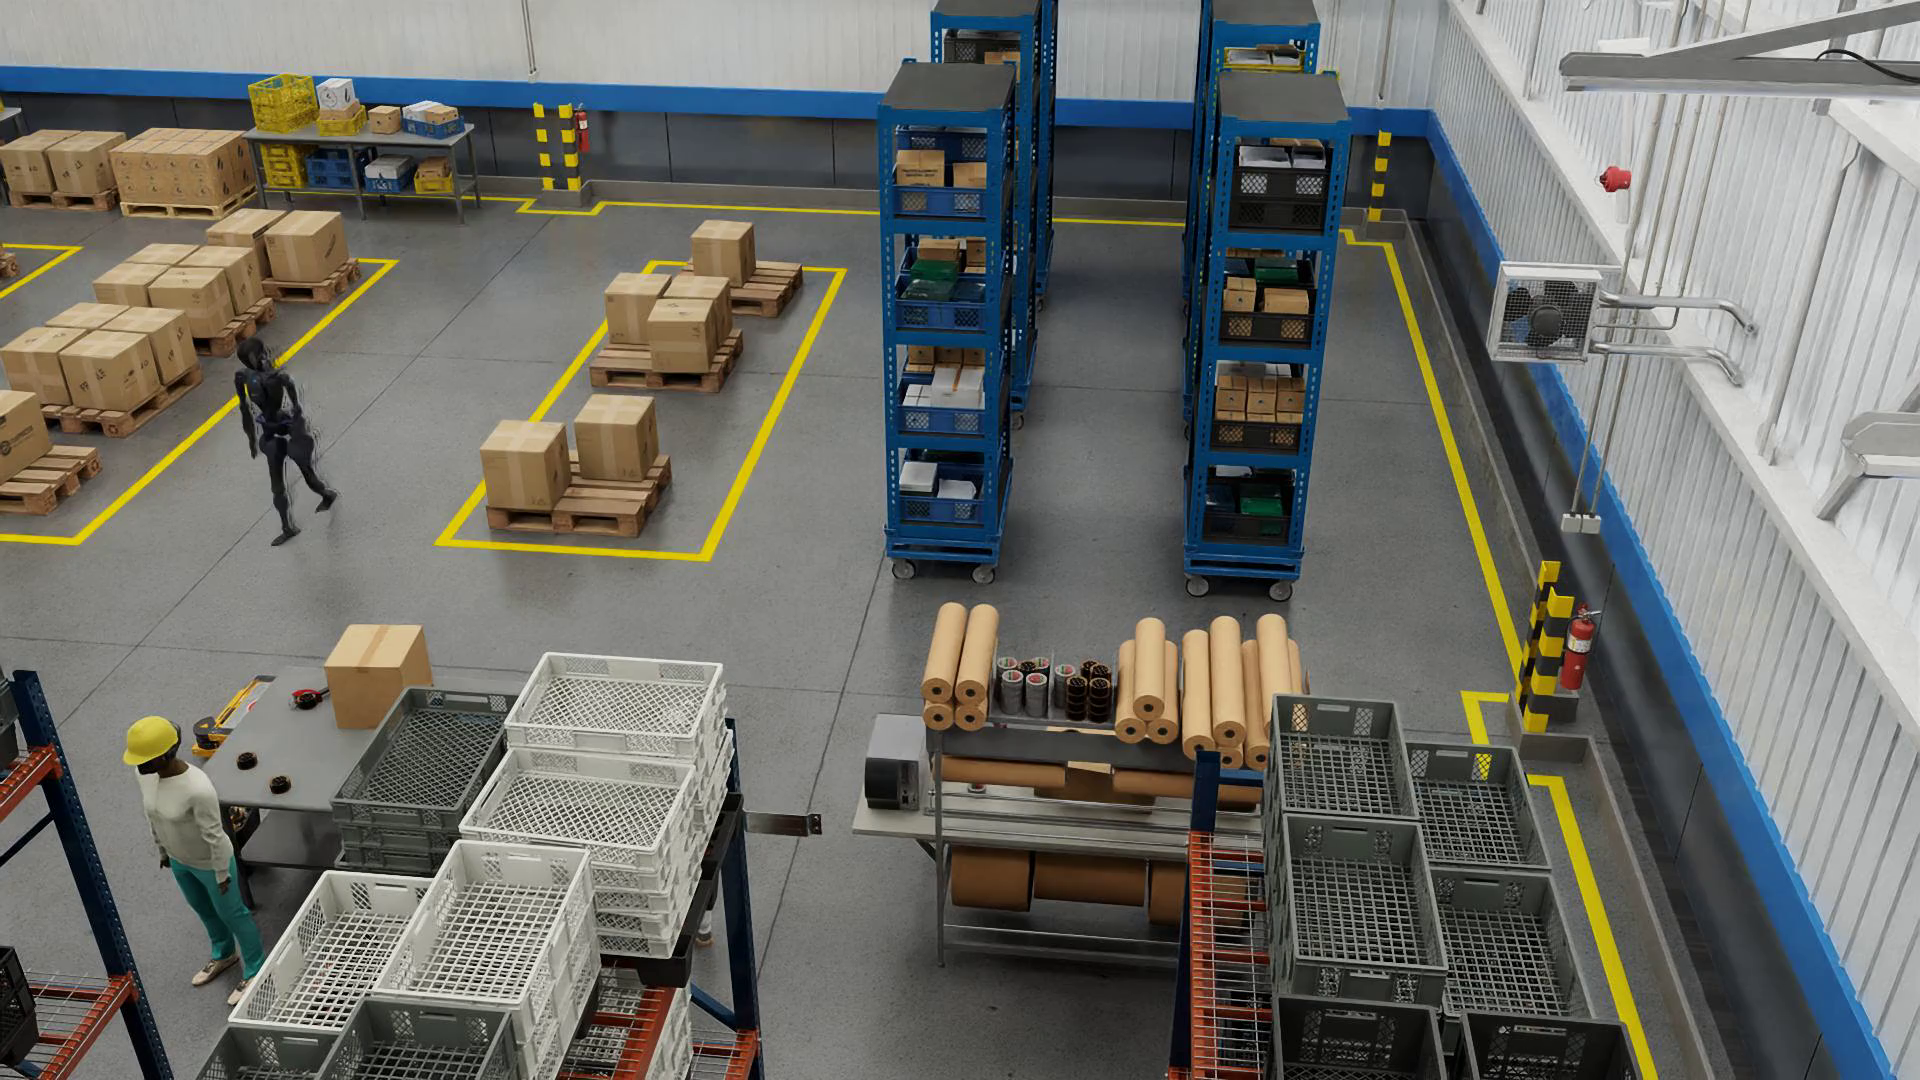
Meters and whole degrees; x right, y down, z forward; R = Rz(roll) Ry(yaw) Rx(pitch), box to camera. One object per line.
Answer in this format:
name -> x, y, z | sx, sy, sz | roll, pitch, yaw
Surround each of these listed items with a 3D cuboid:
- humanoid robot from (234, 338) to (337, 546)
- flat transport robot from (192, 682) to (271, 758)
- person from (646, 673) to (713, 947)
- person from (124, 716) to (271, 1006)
humanoid robot -> -5.171, -0.815, 12.738 | 0.611, 1.642, 0.738 | 5, 31, 9
flat transport robot -> -4.089, 1.163, 10.648 | 1.431, 0.197, 0.652 | 3, 30, 6
person -> -1.556, 1.431, 8.613 | 0.362, 1.882, 0.574 | 27, 39, 38
person -> -3.886, 1.612, 8.424 | 0.516, 1.756, 0.337 | 14, 33, 22
